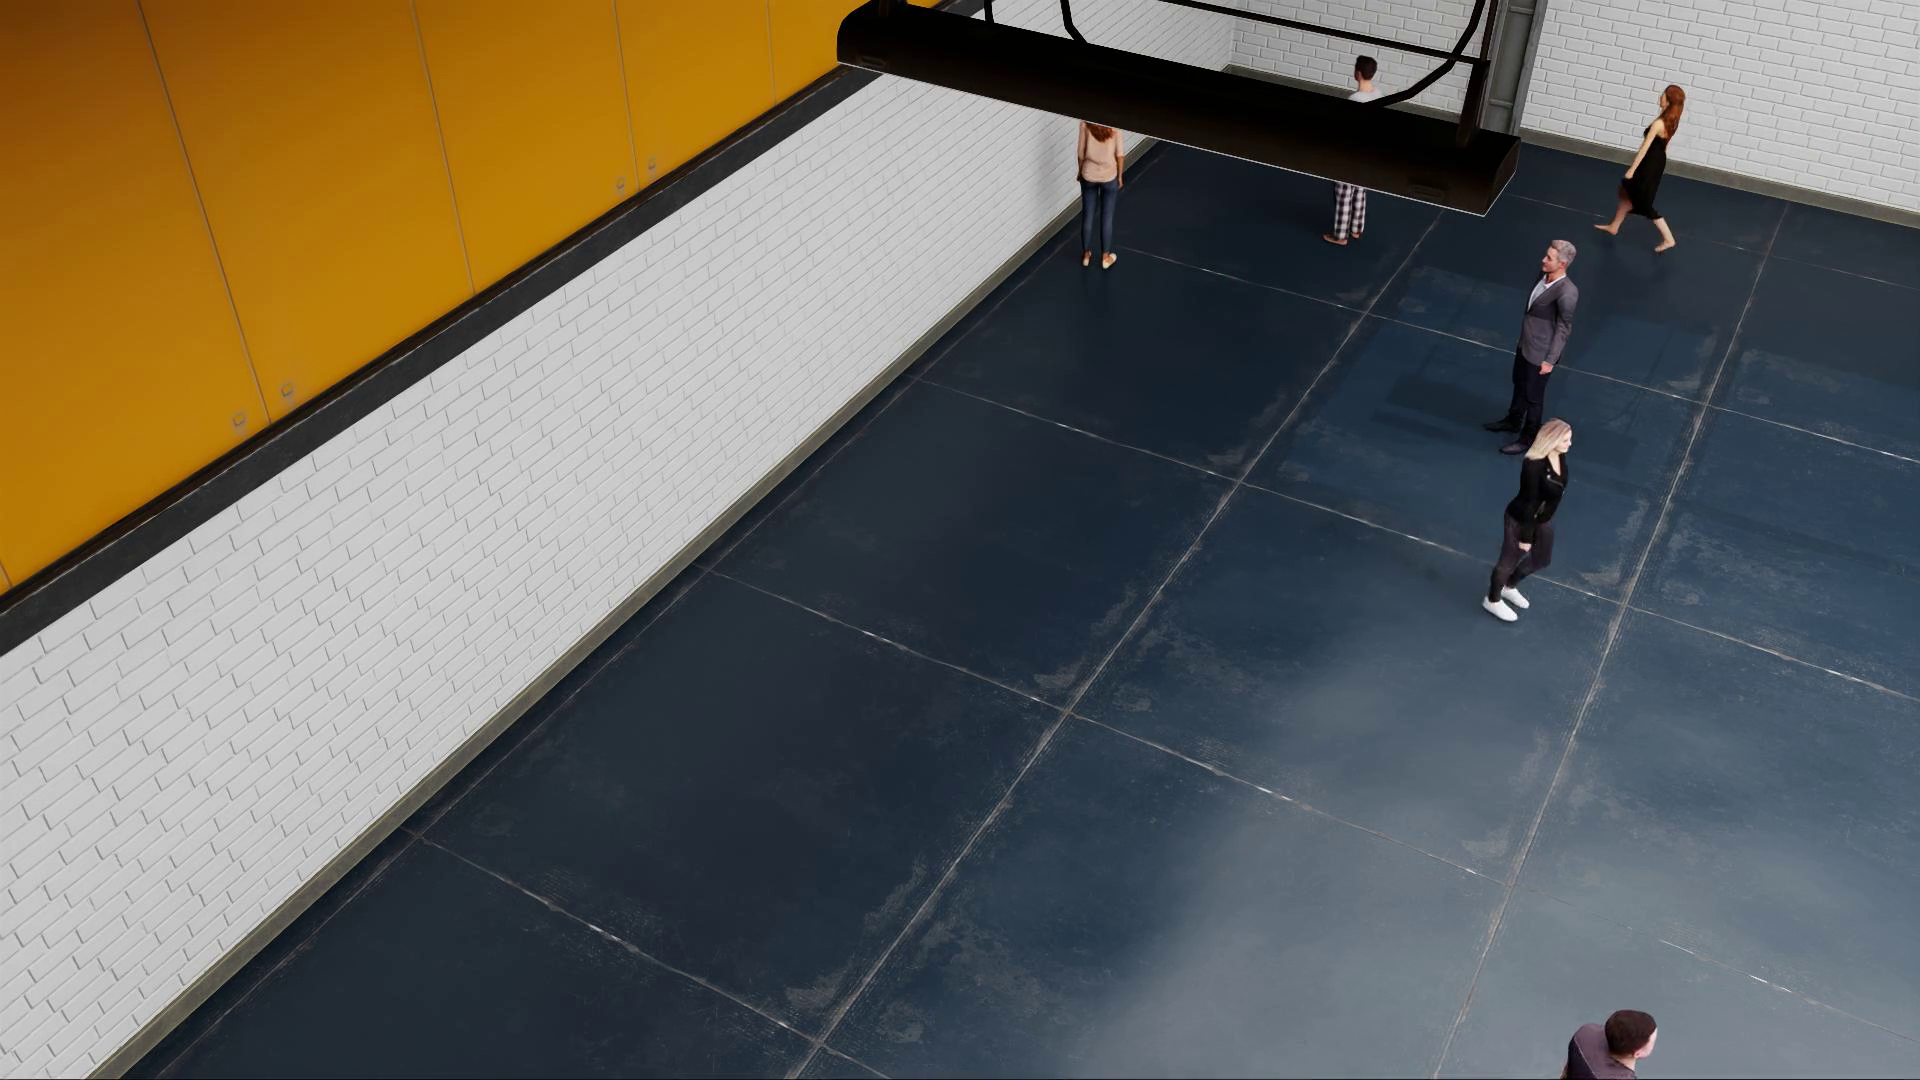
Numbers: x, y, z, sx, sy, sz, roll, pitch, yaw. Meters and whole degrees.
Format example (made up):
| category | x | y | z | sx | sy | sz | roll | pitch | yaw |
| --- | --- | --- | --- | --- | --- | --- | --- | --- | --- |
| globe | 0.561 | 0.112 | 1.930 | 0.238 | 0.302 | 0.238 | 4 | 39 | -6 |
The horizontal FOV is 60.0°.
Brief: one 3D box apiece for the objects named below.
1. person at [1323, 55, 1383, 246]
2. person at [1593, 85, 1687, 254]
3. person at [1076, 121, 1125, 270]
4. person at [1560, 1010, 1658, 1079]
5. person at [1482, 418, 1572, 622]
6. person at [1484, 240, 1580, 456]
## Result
| category | x | y | z | sx | sy | sz | roll | pitch | yaw |
| --- | --- | --- | --- | --- | --- | --- | --- | --- | --- |
| person | 3.751 | -3.693 | 15.792 | 0.695 | 1.847 | 0.671 | -27 | 46 | -30 |
| person | 6.592 | -3.470 | 15.718 | 1.099 | 1.591 | 0.705 | 28 | 46 | 30 |
| person | 1.293 | -3.373 | 15.437 | 0.531 | 1.789 | 0.696 | 11 | 40 | 13 |
| person | 2.804 | 2.801 | 7.675 | 1.100 | 1.828 | 0.988 | -2 | 39 | -3 |
| person | 3.841 | -0.164 | 11.512 | 0.690 | 1.673 | 0.665 | -30 | 48 | -32 |
| person | 4.550 | -1.538 | 13.099 | 0.827 | 1.840 | 0.812 | -4 | 39 | -5 |
